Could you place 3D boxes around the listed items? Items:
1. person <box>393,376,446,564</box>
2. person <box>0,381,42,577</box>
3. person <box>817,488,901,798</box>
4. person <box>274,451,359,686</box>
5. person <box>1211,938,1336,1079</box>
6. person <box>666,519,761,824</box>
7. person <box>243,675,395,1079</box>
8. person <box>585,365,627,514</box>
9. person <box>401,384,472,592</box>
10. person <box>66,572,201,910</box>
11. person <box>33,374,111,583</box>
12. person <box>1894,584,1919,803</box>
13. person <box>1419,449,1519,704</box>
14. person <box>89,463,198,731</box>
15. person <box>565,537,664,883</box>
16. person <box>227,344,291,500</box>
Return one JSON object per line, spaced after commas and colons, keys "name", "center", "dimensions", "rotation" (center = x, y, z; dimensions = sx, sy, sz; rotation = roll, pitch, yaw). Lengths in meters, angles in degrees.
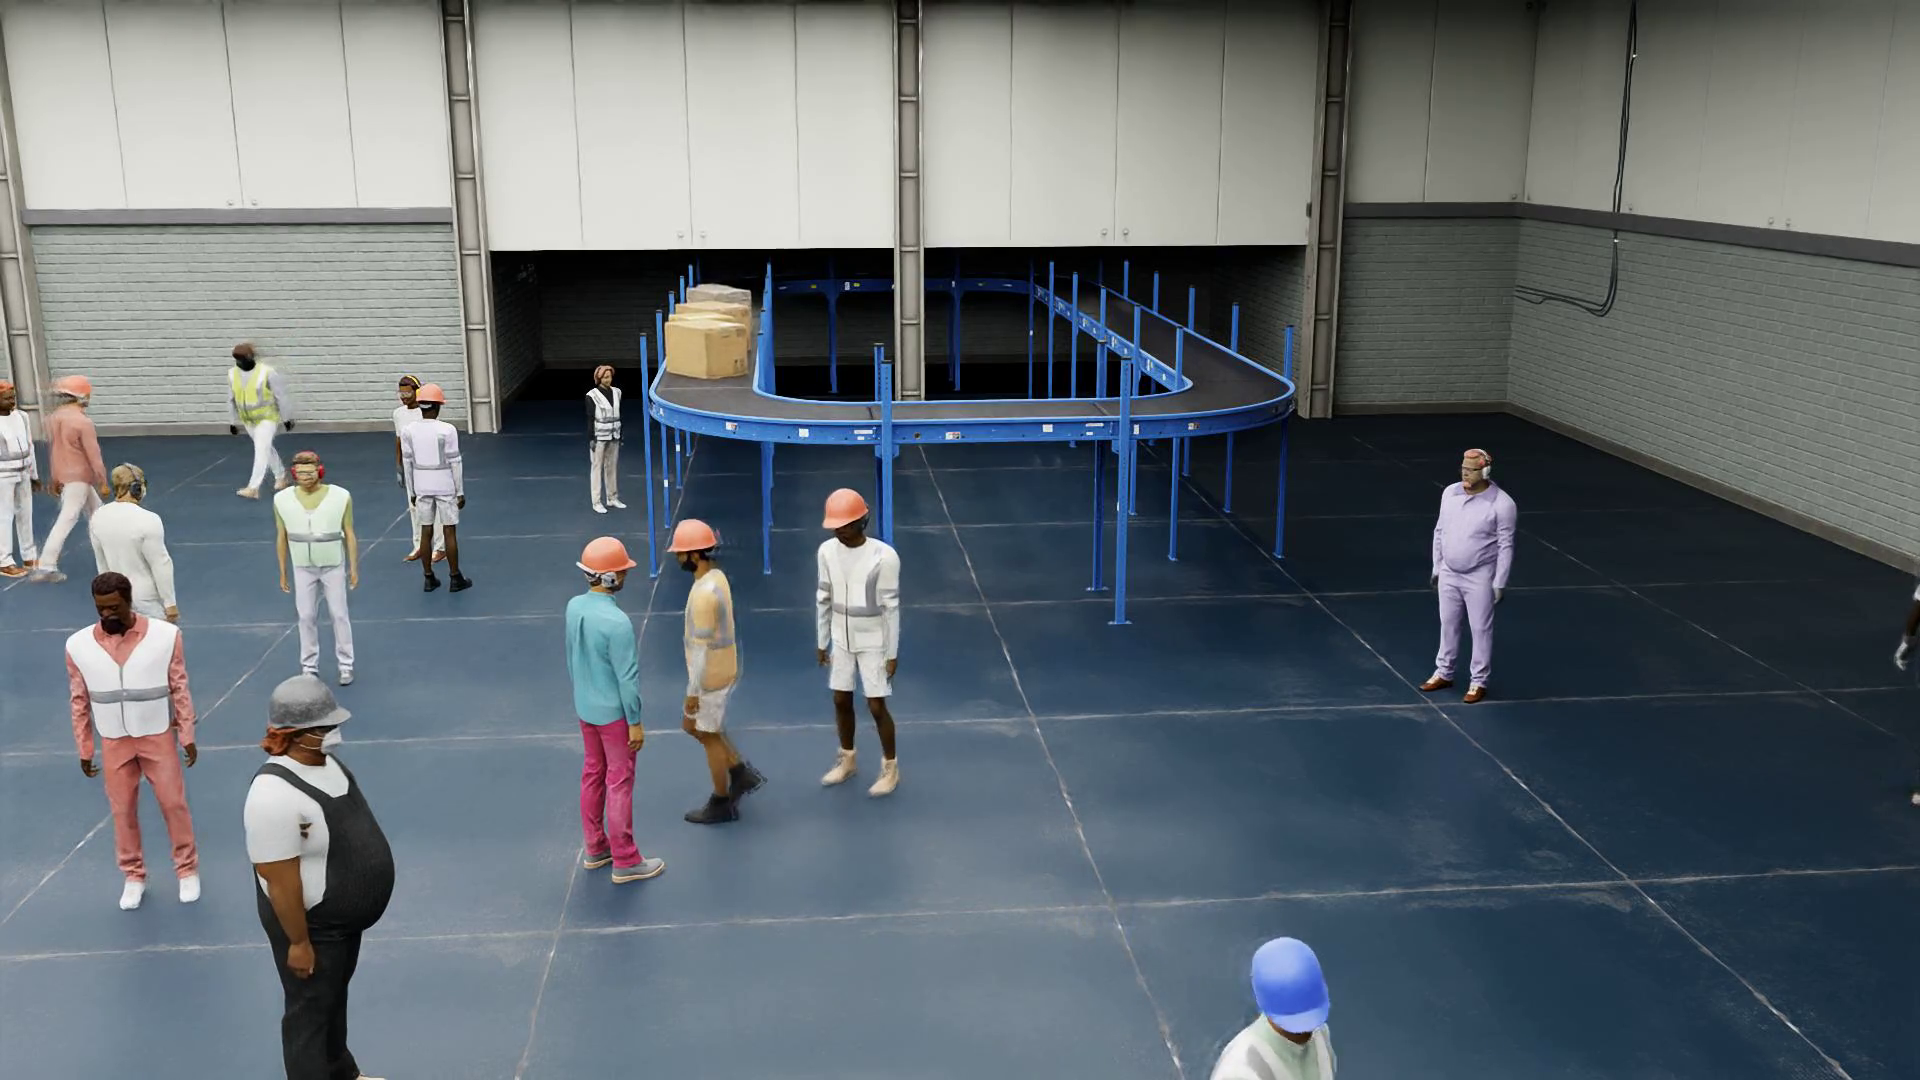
{"name": "person", "center": [-5.297, -0.687, 16.282], "dimensions": [0.504, 1.861, 0.329], "rotation": [4, 15, 15]}
{"name": "person", "center": [-9.035, -0.583, 15.835], "dimensions": [0.350, 1.878, 0.567], "rotation": [3, 14, 14]}
{"name": "person", "center": [-0.667, 0.650, 10.605], "dimensions": [0.619, 2.017, 0.443], "rotation": [8, 16, 30]}
{"name": "person", "center": [-4.898, 0.210, 12.729], "dimensions": [0.573, 1.839, 0.389], "rotation": [-3, 14, -10]}
{"name": "person", "center": [0.974, 2.078, 5.181], "dimensions": [0.986, 1.874, 0.583], "rotation": [13, 19, 42]}
{"name": "person", "center": [-1.547, 0.813, 10.165], "dimensions": [0.440, 1.920, 0.546], "rotation": [-1, 14, -5]}
{"name": "person", "center": [-2.652, 1.537, 7.004], "dimensions": [0.536, 2.000, 0.672], "rotation": [-1, 14, -5]}
{"name": "person", "center": [-3.936, -1.132, 18.493], "dimensions": [0.315, 1.641, 0.514], "rotation": [9, 17, 33]}
{"name": "person", "center": [-4.806, -0.472, 15.272], "dimensions": [0.543, 1.928, 0.374], "rotation": [2, 14, 6]}
{"name": "person", "center": [-4.515, 1.079, 9.120], "dimensions": [0.601, 1.905, 0.388], "rotation": [-4, 15, -16]}
{"name": "person", "center": [-8.378, -0.589, 15.733], "dimensions": [0.618, 1.939, 1.054], "rotation": [12, 18, 39]}
{"name": "person", "center": [6.413, 0.695, 10.635], "dimensions": [0.849, 1.921, 0.680], "rotation": [-10, 17, -35]}
{"name": "person", "center": [3.777, 0.259, 12.387], "dimensions": [0.403, 1.911, 0.637], "rotation": [-11, 18, -39]}
{"name": "person", "center": [-5.771, 0.411, 11.719], "dimensions": [0.632, 1.940, 0.372], "rotation": [5, 15, 20]}
{"name": "person", "center": [-1.982, 0.955, 9.428], "dimensions": [0.381, 1.994, 0.617], "rotation": [-13, 19, -42]}
{"name": "person", "center": [-8.126, -1.396, 19.278], "dimensions": [0.651, 1.779, 1.027], "rotation": [4, 14, 14]}
